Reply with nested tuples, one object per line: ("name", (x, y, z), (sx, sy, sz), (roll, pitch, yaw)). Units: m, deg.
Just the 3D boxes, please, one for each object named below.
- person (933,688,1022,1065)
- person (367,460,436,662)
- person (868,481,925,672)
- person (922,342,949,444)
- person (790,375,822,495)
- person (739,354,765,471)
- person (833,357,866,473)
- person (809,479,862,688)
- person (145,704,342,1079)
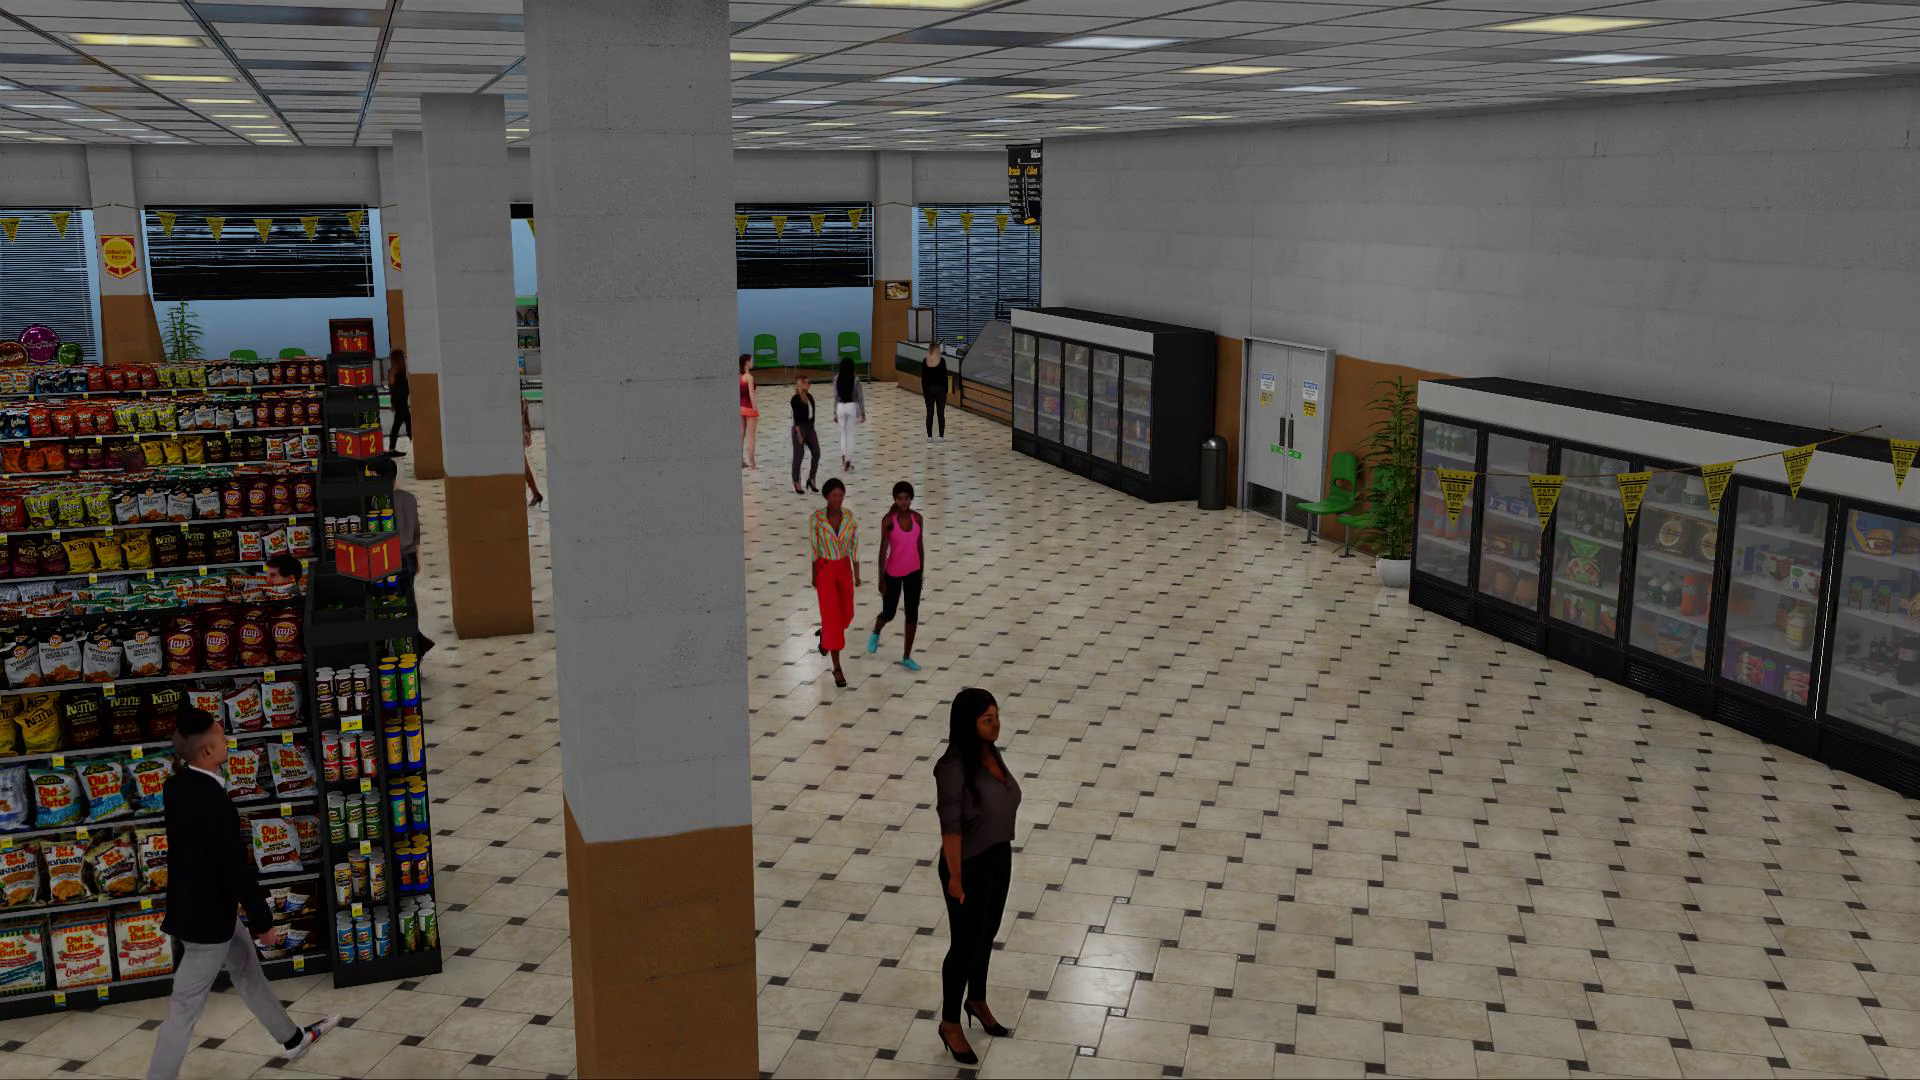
("person", (0.059, 1.606, 8.107), (0.809, 1.842, 0.738), (6, 13, 28))
("person", (-4.880, 0.236, 14.509), (1.074, 1.885, 1.024), (8, 14, 34))
("person", (-0.545, 0.303, 14.642), (0.862, 1.698, 0.706), (-5, 13, -23))
("person", (-0.421, -2.480, 27.890), (0.632, 1.687, 0.744), (2, 12, 9))
("person", (-2.248, -1.456, 23.093), (0.780, 1.659, 0.703), (10, 15, 39))
("person", (-3.240, -1.954, 25.239), (0.655, 1.749, 0.679), (10, 15, 39))
("person", (-1.718, -1.879, 24.976), (0.753, 1.711, 0.821), (4, 12, 17))
("person", (-1.097, 0.346, 14.273), (1.022, 1.767, 0.625), (-4, 13, -20))
("person", (-3.498, 1.705, 7.494), (1.290, 1.900, 1.014), (-10, 16, -41))
